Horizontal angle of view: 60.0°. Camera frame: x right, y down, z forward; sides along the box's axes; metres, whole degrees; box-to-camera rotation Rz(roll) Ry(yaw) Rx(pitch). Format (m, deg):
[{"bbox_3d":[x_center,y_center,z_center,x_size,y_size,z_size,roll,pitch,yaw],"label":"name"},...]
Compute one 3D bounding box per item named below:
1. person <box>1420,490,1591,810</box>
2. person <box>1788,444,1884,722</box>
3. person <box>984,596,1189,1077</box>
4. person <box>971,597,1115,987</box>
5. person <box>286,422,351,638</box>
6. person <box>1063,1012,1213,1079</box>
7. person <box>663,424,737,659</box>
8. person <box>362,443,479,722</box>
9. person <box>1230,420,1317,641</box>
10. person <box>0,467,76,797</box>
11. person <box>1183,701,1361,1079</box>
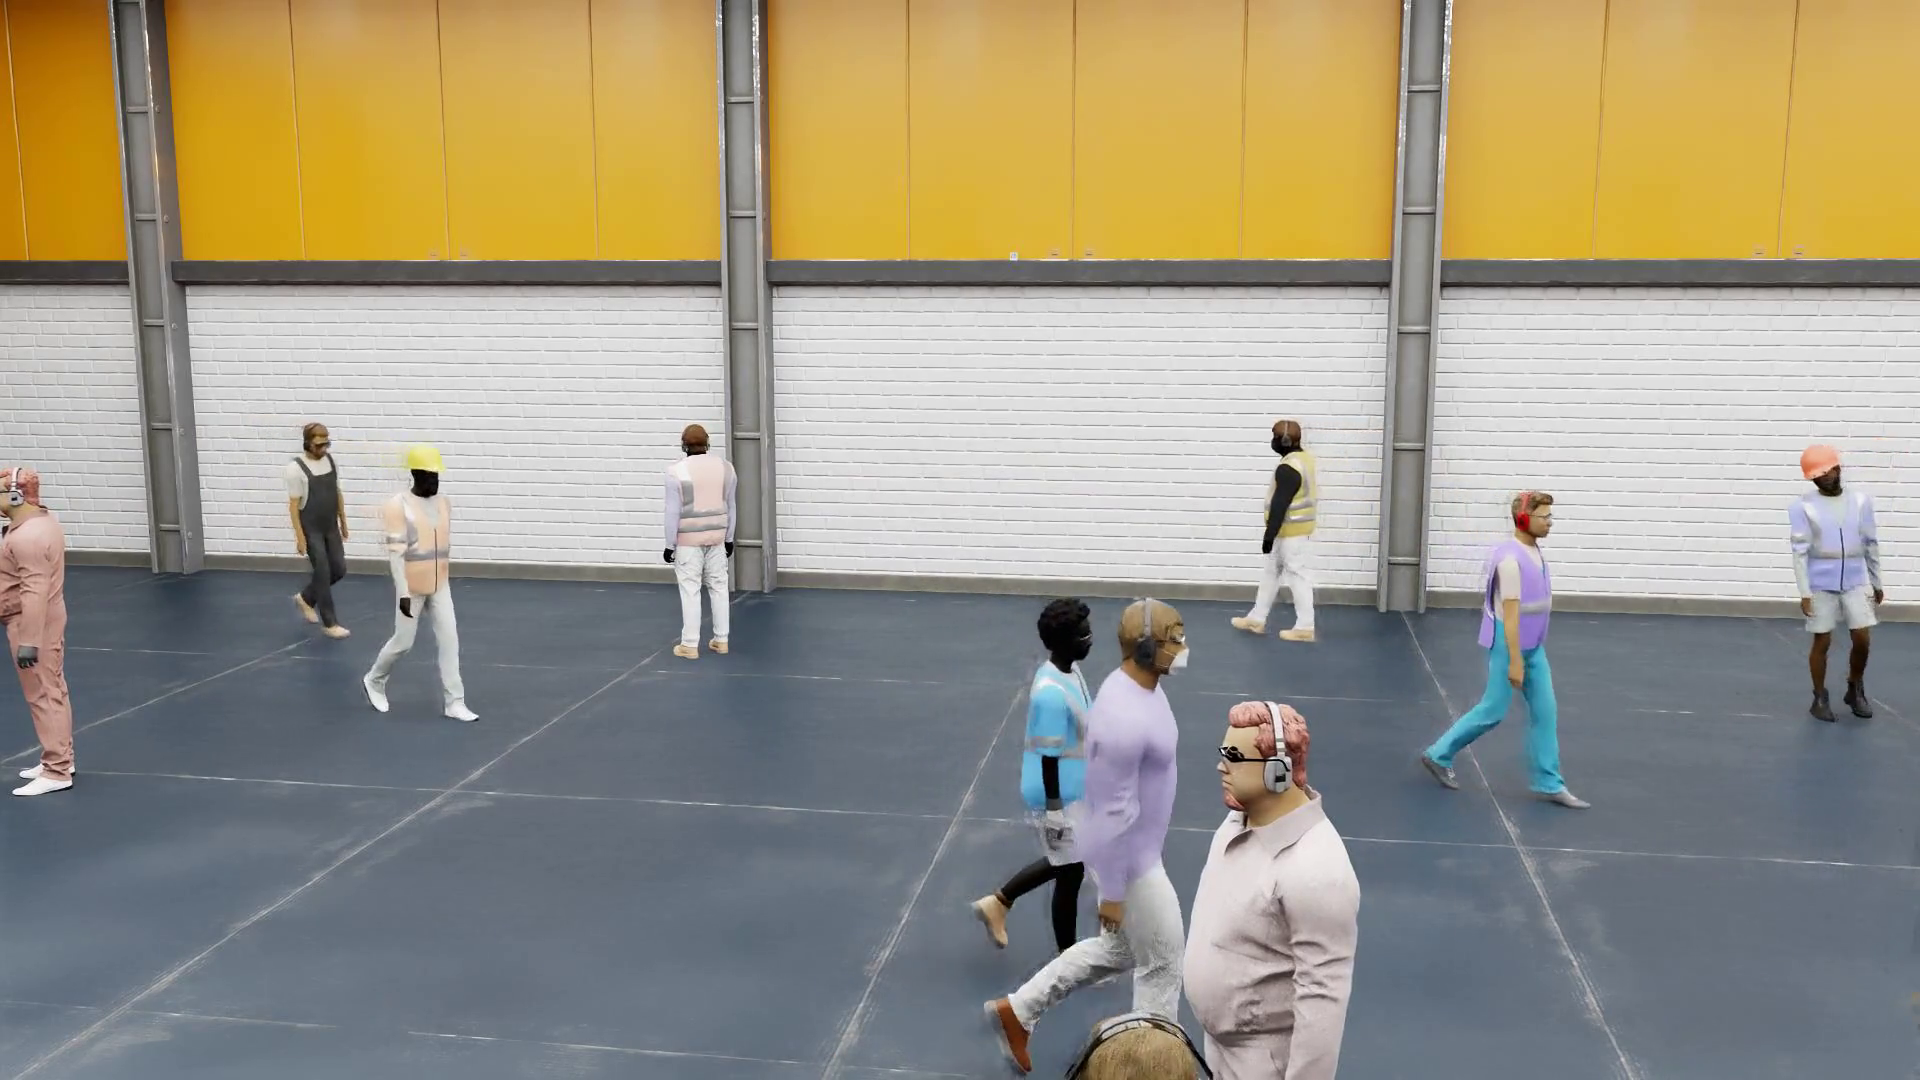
[{"bbox_3d":[3.135,0.603,9.500,0.915,1.816,0.579,7,12,37],"label":"person"},{"bbox_3d":[5.858,0.301,11.153,0.658,1.886,0.404,1,9,6],"label":"person"},{"bbox_3d":[0.527,1.130,5.956,0.850,1.912,0.636,2,9,11],"label":"person"},{"bbox_3d":[0.358,1.061,7.063,0.565,1.682,0.542,2,9,10],"label":"person"},{"bbox_3d":[-5.334,-0.084,13.719,0.606,1.811,0.575,5,10,26],"label":"person"},{"bbox_3d":[0.269,1.669,2.683,0.655,1.881,1.028,-1,9,-8],"label":"person"},{"bbox_3d":[-2.057,0.006,13.078,0.633,1.840,0.429,-7,12,-38],"label":"person"},{"bbox_3d":[-3.691,0.275,11.273,0.905,1.897,0.603,5,11,30],"label":"person"},{"bbox_3d":[2.566,-0.077,13.658,0.833,1.811,0.661,3,10,19],"label":"person"},{"bbox_3d":[-5.409,0.524,9.677,0.405,1.906,0.653,-4,10,-22],"label":"person"},{"bbox_3d":[0.799,1.365,4.488,0.409,1.907,0.651,-2,9,-11],"label":"person"}]
